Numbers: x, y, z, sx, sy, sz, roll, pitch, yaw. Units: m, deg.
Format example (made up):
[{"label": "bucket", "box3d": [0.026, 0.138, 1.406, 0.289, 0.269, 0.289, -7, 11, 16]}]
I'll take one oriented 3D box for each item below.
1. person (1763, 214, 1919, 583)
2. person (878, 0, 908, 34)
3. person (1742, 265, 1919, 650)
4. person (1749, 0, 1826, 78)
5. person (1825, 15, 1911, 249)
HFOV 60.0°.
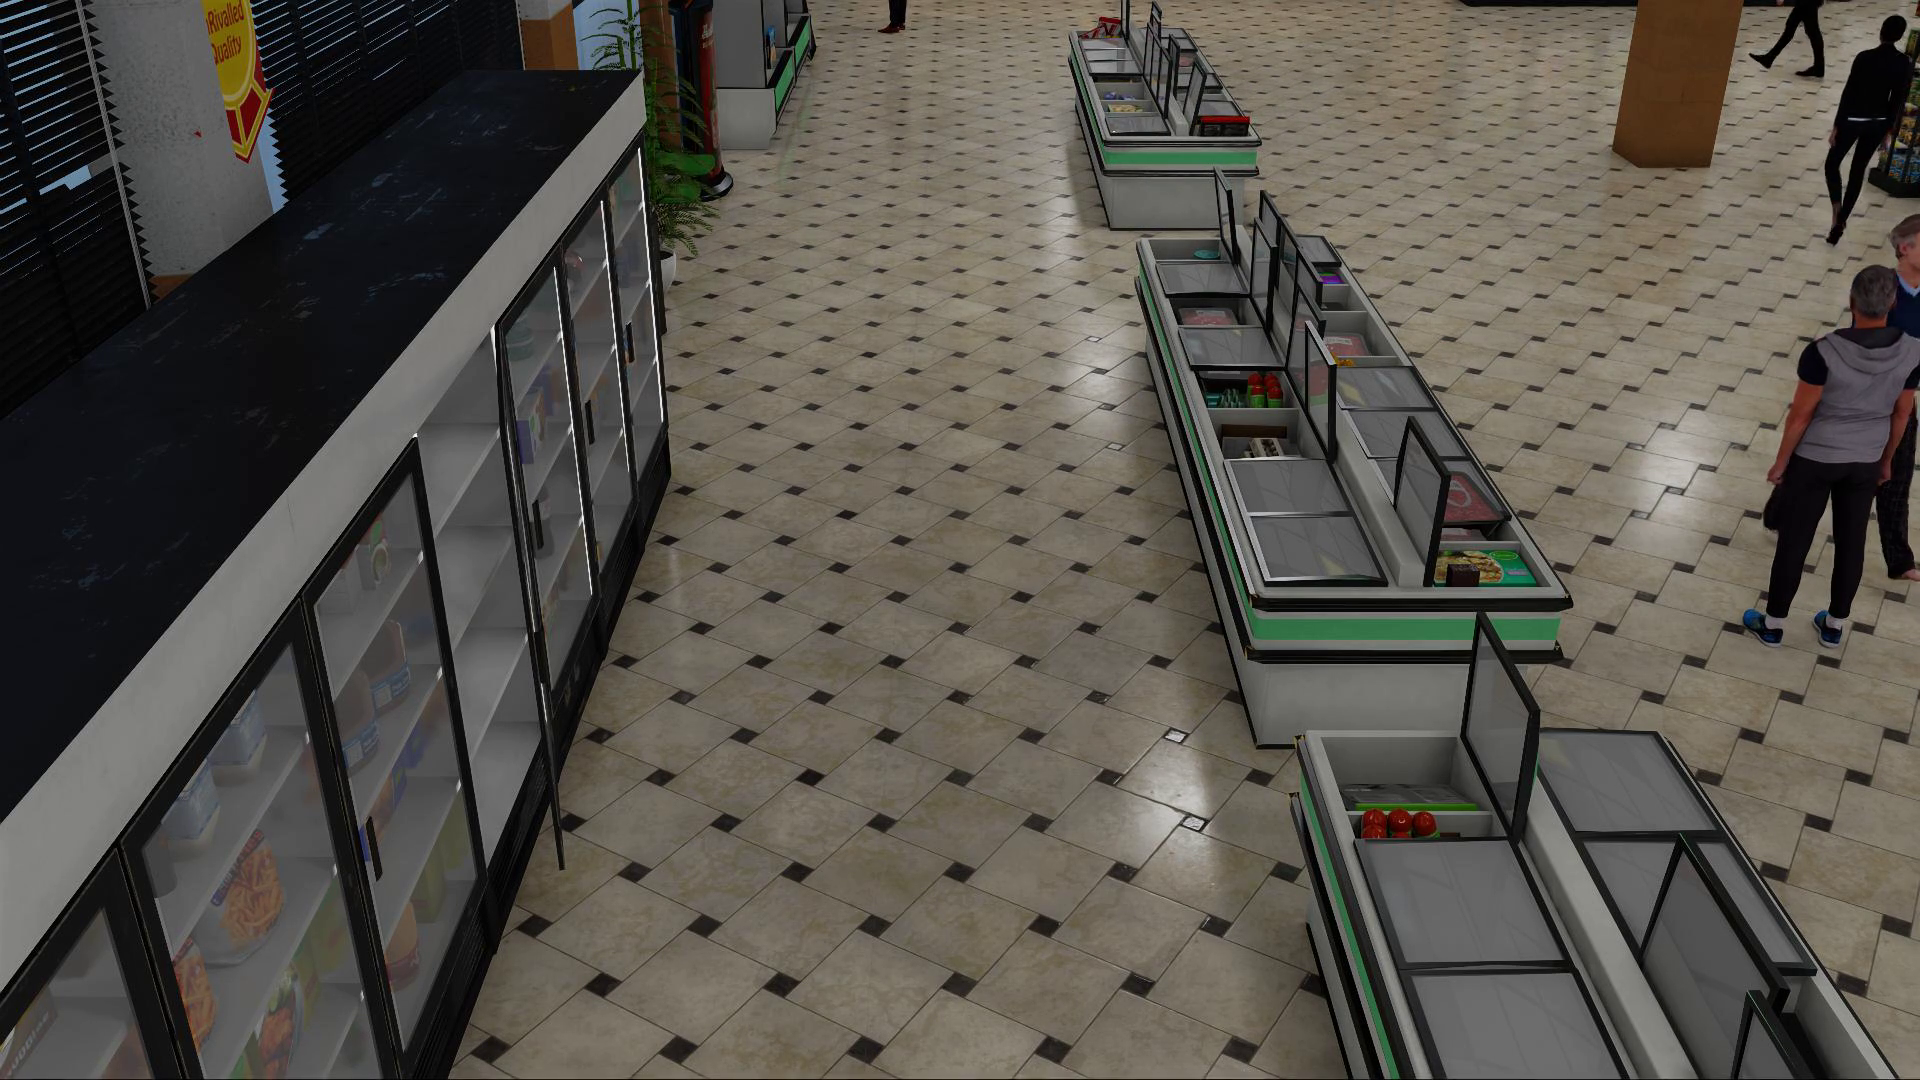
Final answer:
[{"label": "person", "box3d": [4.464, -0.722, 8.313, 0.930, 1.816, 1.255, -8, 28, -16]}, {"label": "person", "box3d": [-0.867, -7.682, 22.029, 0.845, 1.824, 0.713, 13, 30, 24]}, {"label": "person", "box3d": [3.995, -0.349, 7.566, 0.701, 1.826, 0.572, 2, 27, 4]}, {"label": "person", "box3d": [9.912, -6.279, 19.244, 1.188, 1.838, 1.260, -23, 35, -38]}, {"label": "person", "box3d": [7.165, -3.190, 13.173, 0.710, 1.821, 0.779, 5, 27, 10]}]
